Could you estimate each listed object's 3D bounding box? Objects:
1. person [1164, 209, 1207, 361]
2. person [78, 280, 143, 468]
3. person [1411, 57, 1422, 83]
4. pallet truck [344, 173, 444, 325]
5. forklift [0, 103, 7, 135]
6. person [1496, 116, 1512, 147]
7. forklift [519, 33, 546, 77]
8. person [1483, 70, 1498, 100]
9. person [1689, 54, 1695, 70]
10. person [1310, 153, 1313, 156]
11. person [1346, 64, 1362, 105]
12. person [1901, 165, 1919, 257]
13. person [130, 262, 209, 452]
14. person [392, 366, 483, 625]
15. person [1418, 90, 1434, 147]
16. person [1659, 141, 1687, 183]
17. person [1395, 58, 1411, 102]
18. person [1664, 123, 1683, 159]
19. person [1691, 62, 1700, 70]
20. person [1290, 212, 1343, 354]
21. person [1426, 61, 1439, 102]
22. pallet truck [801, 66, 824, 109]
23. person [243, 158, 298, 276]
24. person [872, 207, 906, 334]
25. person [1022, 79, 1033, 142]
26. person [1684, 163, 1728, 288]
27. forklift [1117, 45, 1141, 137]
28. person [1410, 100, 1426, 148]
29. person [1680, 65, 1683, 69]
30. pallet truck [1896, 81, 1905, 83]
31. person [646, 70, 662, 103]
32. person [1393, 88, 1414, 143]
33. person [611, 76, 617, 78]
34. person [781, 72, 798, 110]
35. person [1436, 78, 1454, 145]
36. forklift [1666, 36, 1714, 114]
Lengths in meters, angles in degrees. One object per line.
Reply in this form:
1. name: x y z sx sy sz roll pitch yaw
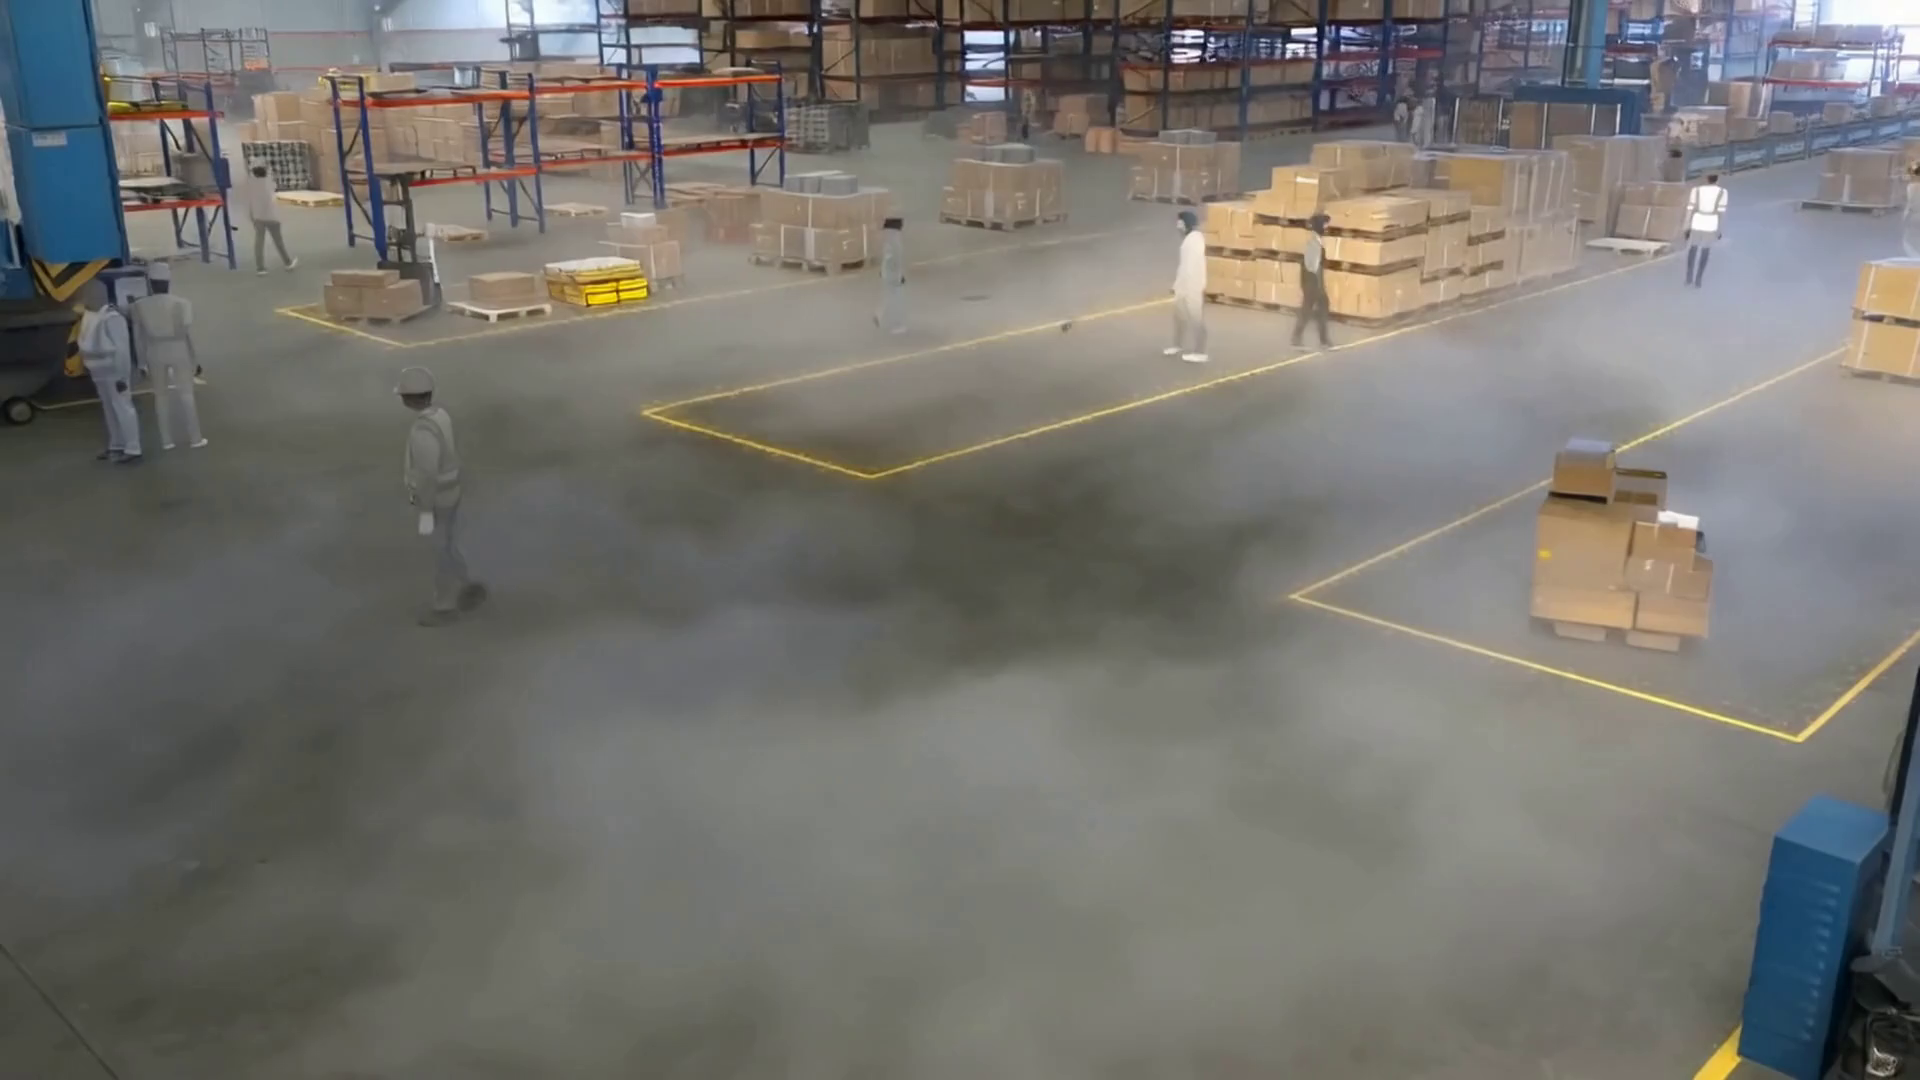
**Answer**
1. person: 2.818 -3.196 20.918 0.695 1.912 0.627 3 19 8
2. person: -8.362 -1.635 16.331 0.622 1.845 0.430 15 24 38
3. person: 21.074 -21.736 76.922 0.608 1.816 0.609 -13 22 -33
4. pallet truck: -8.209 -4.181 23.757 0.823 1.965 1.885 3 19 9
5. forklift: -29.010 -14.010 51.991 1.129 2.768 1.873 15 24 38
6. person: 11.966 -8.412 36.722 0.526 1.860 0.315 -17 25 -42
7. forklift: -17.261 -19.003 67.036 1.129 2.768 1.873 17 25 41
8. person: 21.645 -18.812 68.010 0.740 1.883 0.650 -15 24 -39
9. person: 30.297 -19.228 69.223 0.546 1.912 0.683 17 25 41
10. person: 5.895 -5.599 28.188 0.629 1.906 0.385 -12 22 -32
11. person: 15.917 -18.360 67.088 0.816 1.589 0.524 15 24 38
12. person: 15.431 -5.088 26.753 0.549 1.840 0.734 -8 20 -22
13. person: -8.010 -1.853 16.858 0.593 1.923 0.386 -4 19 -12
14. person: -3.888 -0.327 12.240 0.404 1.951 0.616 -2 18 -5
15. person: 13.396 -12.043 47.813 0.536 1.755 0.484 16 24 39
16. person: 13.708 -6.826 32.107 0.538 1.748 0.491 -2 18 -6
17. person: 18.072 -18.783 67.945 0.643 1.881 0.850 6 19 19
18. person: 15.821 -8.398 36.950 0.323 1.690 0.536 -3 19 -8
19. person: 28.991 -18.030 65.837 0.734 1.771 0.661 -8 20 -24
20. person: 4.640 -3.266 21.285 0.793 1.816 0.519 6 19 19
21. person: 19.566 -18.941 68.723 0.550 1.680 0.481 17 25 41
22. pallet truck: -4.812 -15.182 56.903 0.823 1.965 1.885 -9 21 -26
23. person: -11.432 -5.346 27.452 0.600 1.874 0.962 3 19 9
24. person: -0.942 -3.646 22.565 0.421 1.727 0.499 -16 24 -40
25. person: 2.077 -13.216 51.155 0.337 1.882 0.584 7 19 19
26. person: 11.715 -4.936 26.151 0.549 1.920 0.546 11 21 29
27. forklift: 5.314 -14.278 52.799 1.129 2.768 1.873 17 25 41
28. person: 12.545 -11.285 45.754 0.504 1.609 0.686 14 23 36
29. person: 31.038 -19.827 71.415 0.538 1.672 0.788 15 23 38
30. pallet truck: 34.802 -16.331 61.455 0.653 1.274 1.630 17 25 41
31. person: -10.366 -14.977 56.431 0.589 1.909 0.386 6 19 16
32. person: 11.613 -10.788 43.597 0.536 2.000 0.682 3 19 7
33. person: -11.921 -15.238 57.647 0.509 1.629 0.315 17 25 42
34. person: -5.836 -15.066 56.883 0.657 1.790 0.965 -5 19 -15
35. person: 14.405 -12.666 49.327 0.611 1.995 0.377 -14 23 -37
36. forklift: 27.341 -17.291 61.877 1.129 2.768 1.873 17 25 41
